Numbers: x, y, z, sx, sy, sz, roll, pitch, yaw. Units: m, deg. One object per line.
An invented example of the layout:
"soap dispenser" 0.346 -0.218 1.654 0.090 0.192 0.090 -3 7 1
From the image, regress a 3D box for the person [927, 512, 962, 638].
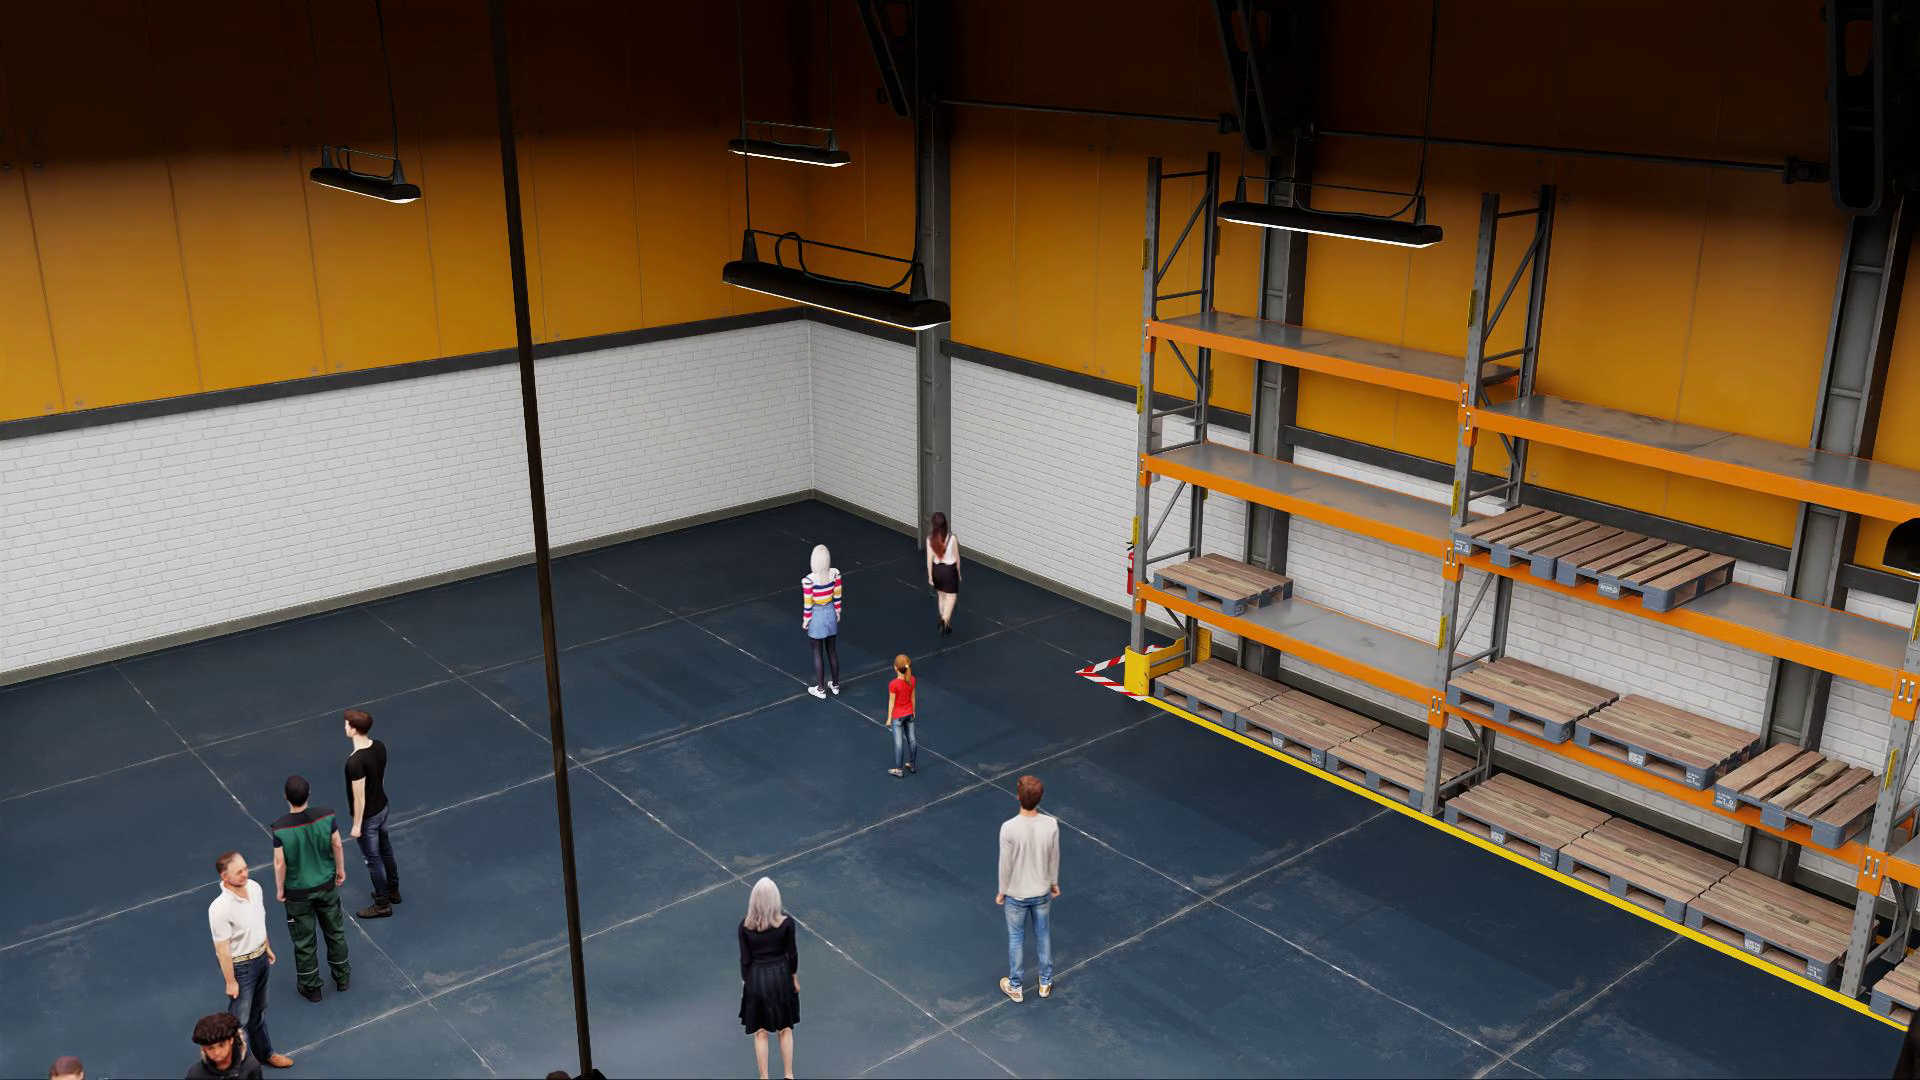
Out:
"person" -0.206 0.482 20.289 0.920 1.625 0.955 3 19 9

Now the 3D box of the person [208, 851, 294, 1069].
"person" -5.247 3.097 12.161 0.775 1.856 0.751 5 19 14

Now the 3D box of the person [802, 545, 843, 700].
"person" -1.545 0.900 18.761 0.669 1.808 0.538 -13 22 -33

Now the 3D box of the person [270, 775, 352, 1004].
"person" -5.147 2.735 13.169 0.680 1.900 0.544 -15 23 -37

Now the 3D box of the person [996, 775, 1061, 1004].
"person" 0.539 2.750 13.121 0.751 1.902 0.728 -5 19 -13

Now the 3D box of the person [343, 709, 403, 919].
"person" -5.080 2.343 14.339 0.812 1.896 0.756 2 19 5

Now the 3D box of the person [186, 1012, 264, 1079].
"person" -4.555 3.731 10.397 0.669 1.781 0.659 -10 21 -27

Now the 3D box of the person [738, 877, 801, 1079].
"person" -1.374 3.218 11.975 0.696 1.746 0.713 -4 19 -11

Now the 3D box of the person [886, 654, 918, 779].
"person" -0.578 1.780 16.927 0.485 1.311 0.504 -13 23 -34
